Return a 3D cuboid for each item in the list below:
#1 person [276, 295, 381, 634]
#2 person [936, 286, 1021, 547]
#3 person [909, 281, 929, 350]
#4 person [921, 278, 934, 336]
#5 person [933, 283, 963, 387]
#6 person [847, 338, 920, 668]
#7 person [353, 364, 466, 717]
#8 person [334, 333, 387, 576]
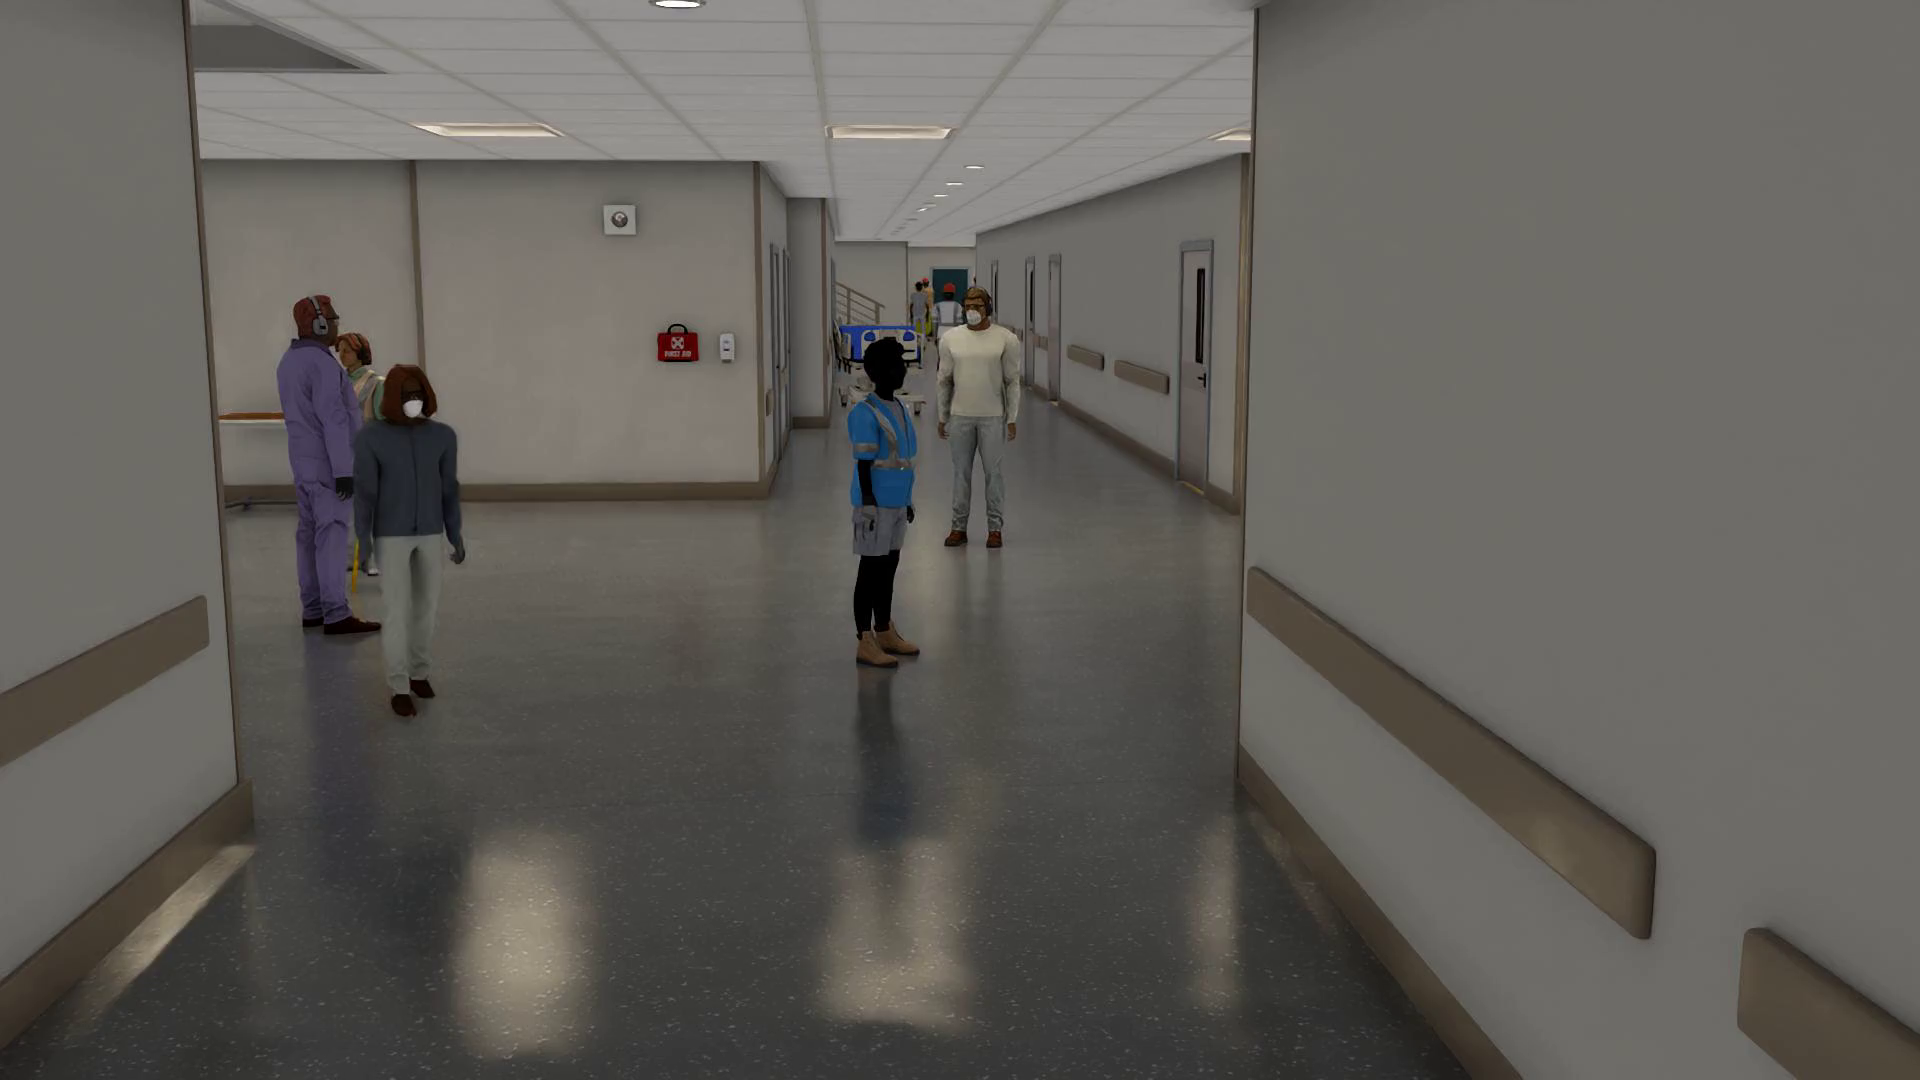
[{"bbox_3d":[-3.587,-0.424,9.428,0.409,1.913,0.642,-8,12,-42],"label":"person"},{"bbox_3d":[0.129,-0.909,12.383,0.636,1.939,0.364,2,9,12],"label":"person"},{"bbox_3d":[-1.093,-6.028,44.795,0.535,1.858,0.361,-1,9,-7],"label":"person"},{"bbox_3d":[-1.109,-7.678,54.917,0.542,1.928,0.375,-9,13,-44],"label":"person"},{"bbox_3d":[-0.225,-3.665,29.854,0.559,1.895,0.976,2,9,13],"label":"person"},{"bbox_3d":[-0.393,-0.198,8.674,0.319,1.697,0.532,4,10,22],"label":"person"},{"bbox_3d":[-2.570,-0.007,7.766,0.505,1.646,0.365,-9,12,-43],"label":"person"},{"bbox_3d":[-4.065,-0.580,11.256,0.514,1.641,0.308,3,10,20],"label":"person"}]
